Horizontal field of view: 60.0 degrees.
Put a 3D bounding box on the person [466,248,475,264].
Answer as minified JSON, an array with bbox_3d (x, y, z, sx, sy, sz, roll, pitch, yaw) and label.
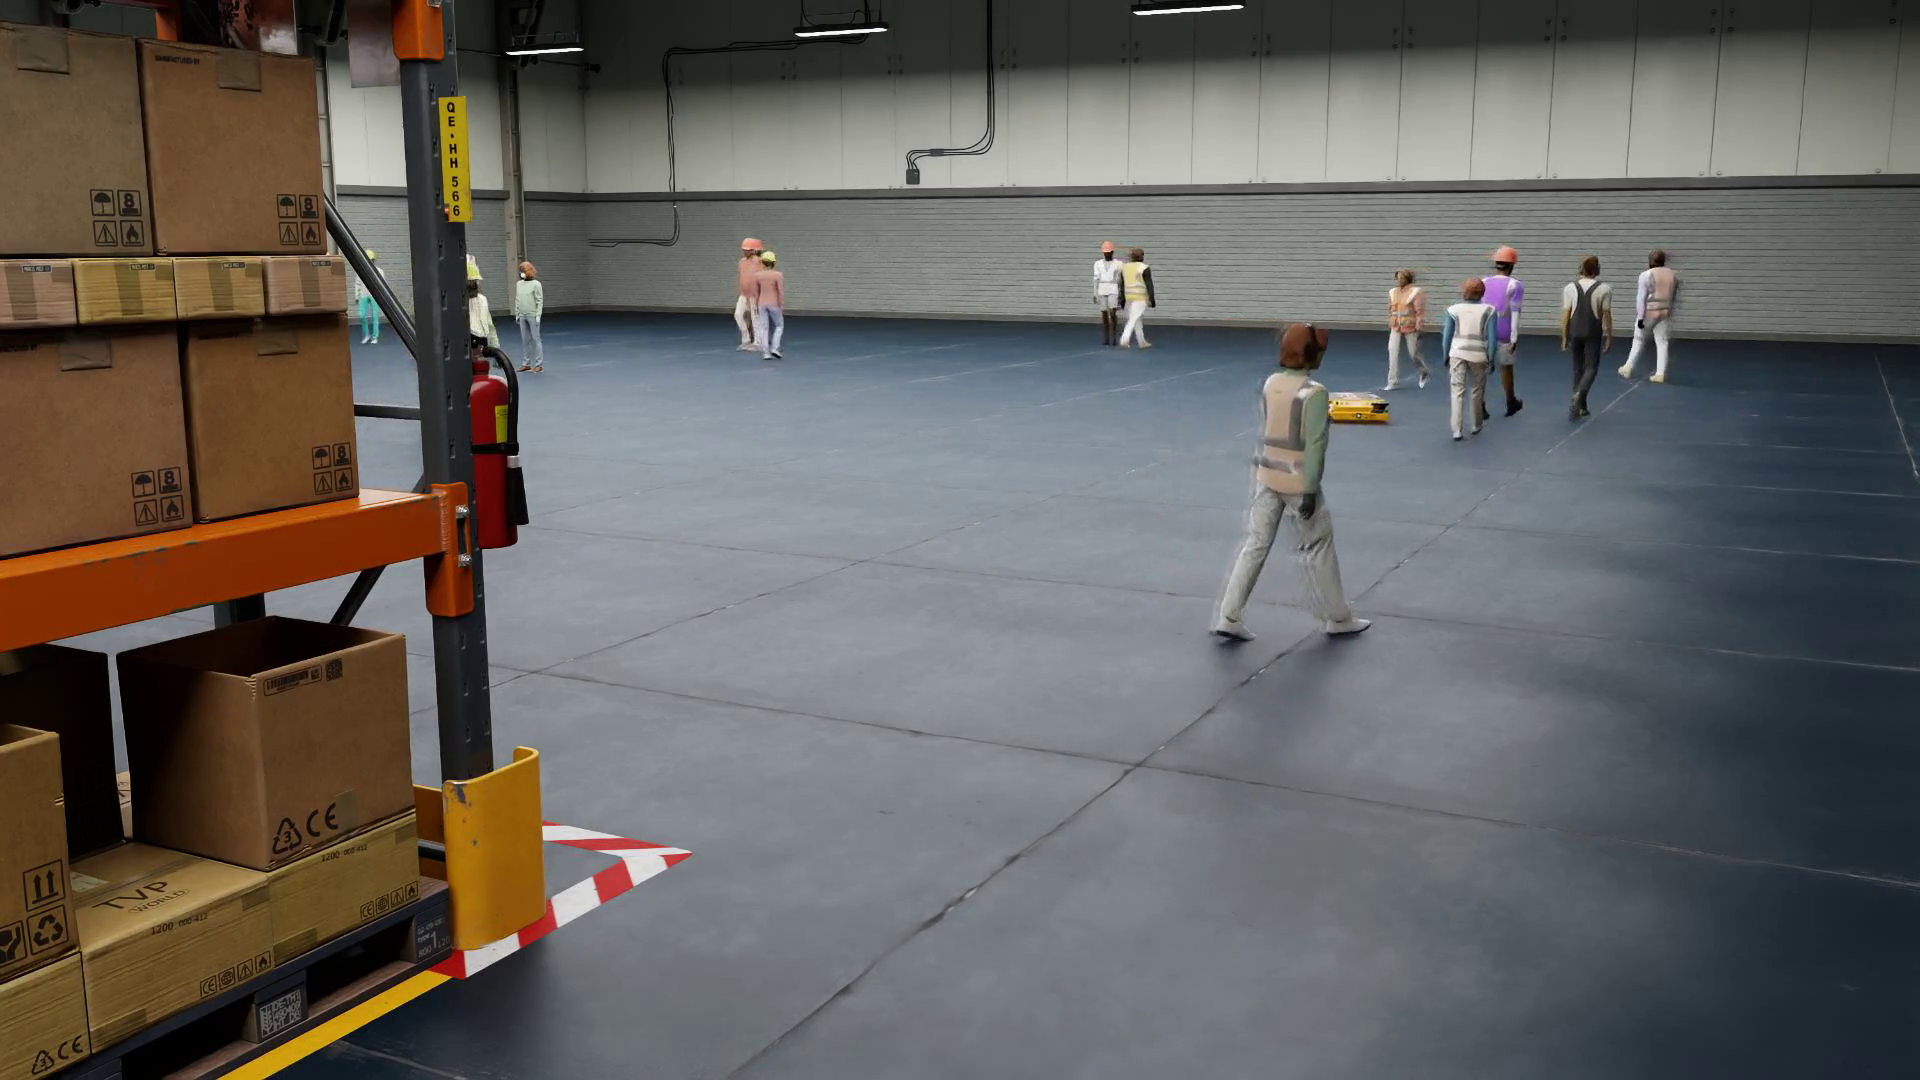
[{"bbox_3d":[-11.268,-5.829,37.755,0.585,1.882,0.337,-5,12,-28],"label":"person"}]

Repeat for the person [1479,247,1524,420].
[{"bbox_3d":[5.973,-2.288,18.427,0.571,1.882,0.985,8,13,37],"label":"person"}]

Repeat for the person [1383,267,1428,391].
[{"bbox_3d":[5.871,-2.762,21.793,0.733,1.616,0.532,-10,14,-42],"label":"person"}]

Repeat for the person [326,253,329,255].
[{"bbox_3d":[-9.781,-3.580,25.406,0.392,1.916,0.588,-3,11,-16],"label":"person"}]

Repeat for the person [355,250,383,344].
[{"bbox_3d":[-10.988,-4.514,30.927,0.559,1.747,0.498,-1,10,-4],"label":"person"}]

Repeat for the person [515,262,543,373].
[{"bbox_3d":[-6.387,-3.297,24.636,0.499,1.633,0.289,6,12,29],"label":"person"}]

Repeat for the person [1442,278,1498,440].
[{"bbox_3d":[5.100,-1.817,16.649,0.538,1.586,0.848,5,11,24],"label":"person"}]

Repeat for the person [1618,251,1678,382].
[{"bbox_3d":[9.639,-3.127,23.251,0.646,1.795,0.941,-2,11,-11],"label":"person"}]

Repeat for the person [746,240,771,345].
[{"bbox_3d":[-3.762,-4.563,30.709,0.545,1.938,0.357,7,13,35],"label":"person"}]

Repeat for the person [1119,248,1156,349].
[{"bbox_3d":[3.134,-4.316,29.761,0.944,1.804,0.627,-9,14,-41],"label":"person"}]

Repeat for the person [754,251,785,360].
[{"bbox_3d":[-3.087,-3.820,27.134,0.546,1.751,0.449,3,11,17],"label":"person"}]

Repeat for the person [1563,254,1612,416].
[{"bbox_3d":[6.928,-2.251,18.436,0.513,1.822,0.771,7,13,34],"label":"person"}]

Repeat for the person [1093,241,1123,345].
[{"bbox_3d":[2.699,-4.525,30.570,0.536,1.902,0.717,4,11,19],"label":"person"}]

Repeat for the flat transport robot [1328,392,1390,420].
[{"bbox_3d":[4.354,-1.511,18.612,0.652,0.197,1.431,1,10,4],"label":"flat transport robot"}]

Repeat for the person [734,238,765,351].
[{"bbox_3d":[-3.689,-4.270,29.015,0.632,1.968,0.559,8,13,38],"label":"person"}]

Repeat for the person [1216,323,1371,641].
[{"bbox_3d":[1.647,-0.279,8.285,0.862,1.597,0.528,-5,11,-25],"label":"person"}]

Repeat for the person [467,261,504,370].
[{"bbox_3d":[-4.754,-1.781,15.980,0.921,1.790,0.590,4,11,20],"label":"person"}]
